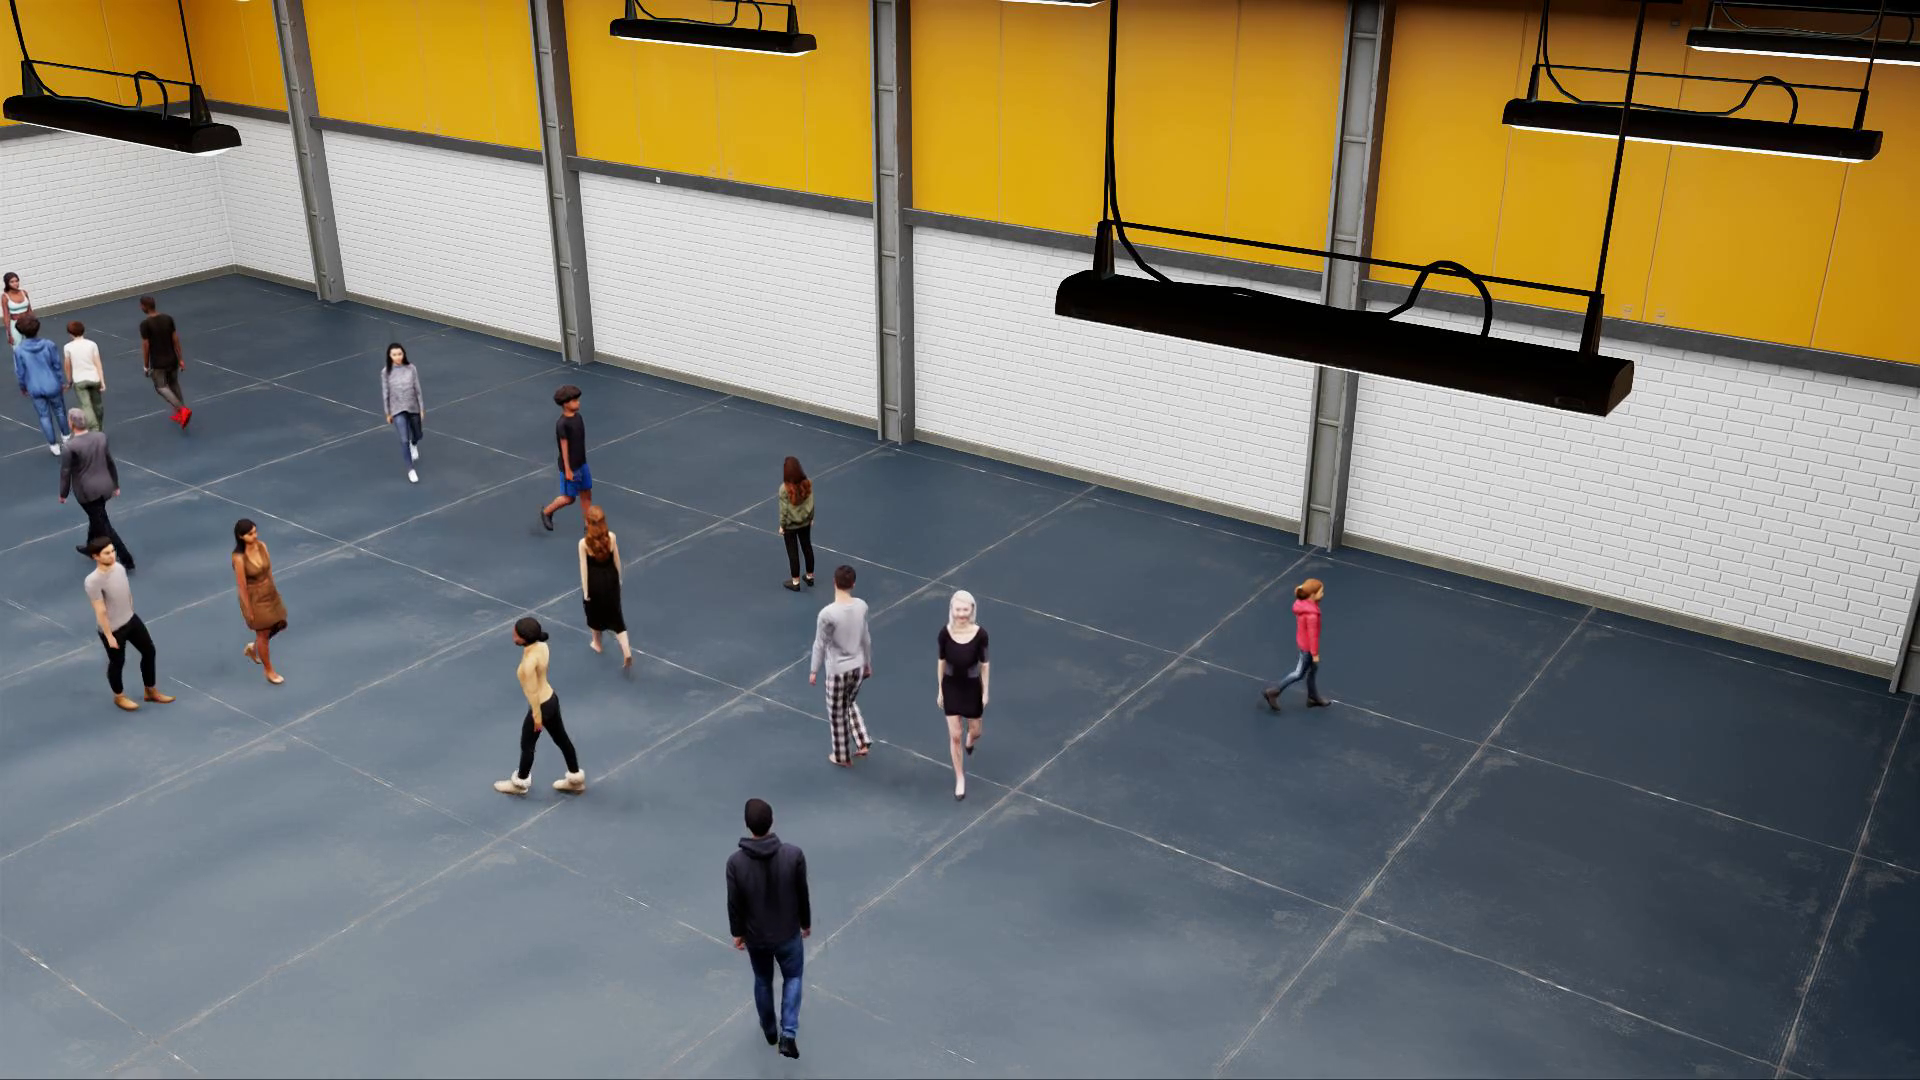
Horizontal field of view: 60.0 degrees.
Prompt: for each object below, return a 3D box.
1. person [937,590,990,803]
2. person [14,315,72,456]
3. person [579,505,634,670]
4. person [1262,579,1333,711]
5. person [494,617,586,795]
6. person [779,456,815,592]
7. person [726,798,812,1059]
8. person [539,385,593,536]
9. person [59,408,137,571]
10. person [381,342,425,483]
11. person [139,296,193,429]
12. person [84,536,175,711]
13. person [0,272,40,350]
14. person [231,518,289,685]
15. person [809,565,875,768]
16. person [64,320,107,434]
[{"bbox_3d":[0.027,1.238,13.808,0.966,1.814,0.938,1,24,3],"label":"person"},{"bbox_3d":[-11.631,-1.940,21.109,0.911,1.789,1.037,-13,27,-27],"label":"person"},{"bbox_3d":[-3.362,0.474,15.832,0.836,1.593,1.107,-14,27,-30],"label":"person"},{"bbox_3d":[3.071,0.973,15.063,0.942,1.295,0.759,3,24,6],"label":"person"},{"bbox_3d":[-3.359,1.388,13.697,1.058,1.628,0.871,4,24,9],"label":"person"},{"bbox_3d":[-1.710,-0.182,17.479,0.637,1.475,0.606,-17,29,-34],"label":"person"},{"bbox_3d":[-1.206,2.564,10.702,1.022,1.872,1.065,-3,24,-7],"label":"person"},{"bbox_3d":[-4.417,-0.864,18.659,1.086,1.779,0.784,8,25,17],"label":"person"},{"bbox_3d":[-9.226,-0.492,17.799,1.265,1.787,0.904,10,25,21],"label":"person"},{"bbox_3d":[-6.836,-1.612,20.458,0.916,1.709,1.113,-11,26,-24],"label":"person"},{"bbox_3d":[-10.506,-2.331,22.008,0.962,1.785,0.735,15,28,31],"label":"person"},{"bbox_3d":[-7.689,0.752,15.055,0.848,1.705,0.736,8,25,17],"label":"person"},{"bbox_3d":[-13.280,-2.955,23.524,0.569,1.713,0.559,16,28,33],"label":"person"},{"bbox_3d":[-6.606,0.565,15.521,0.806,1.676,0.704,7,25,15],"label":"person"},{"bbox_3d":[-0.920,1.123,14.058,0.763,1.825,0.801,-21,31,-40],"label":"person"},{"bbox_3d":[-11.220,-1.978,21.409,0.899,1.618,1.215,-15,28,-30],"label":"person"}]
